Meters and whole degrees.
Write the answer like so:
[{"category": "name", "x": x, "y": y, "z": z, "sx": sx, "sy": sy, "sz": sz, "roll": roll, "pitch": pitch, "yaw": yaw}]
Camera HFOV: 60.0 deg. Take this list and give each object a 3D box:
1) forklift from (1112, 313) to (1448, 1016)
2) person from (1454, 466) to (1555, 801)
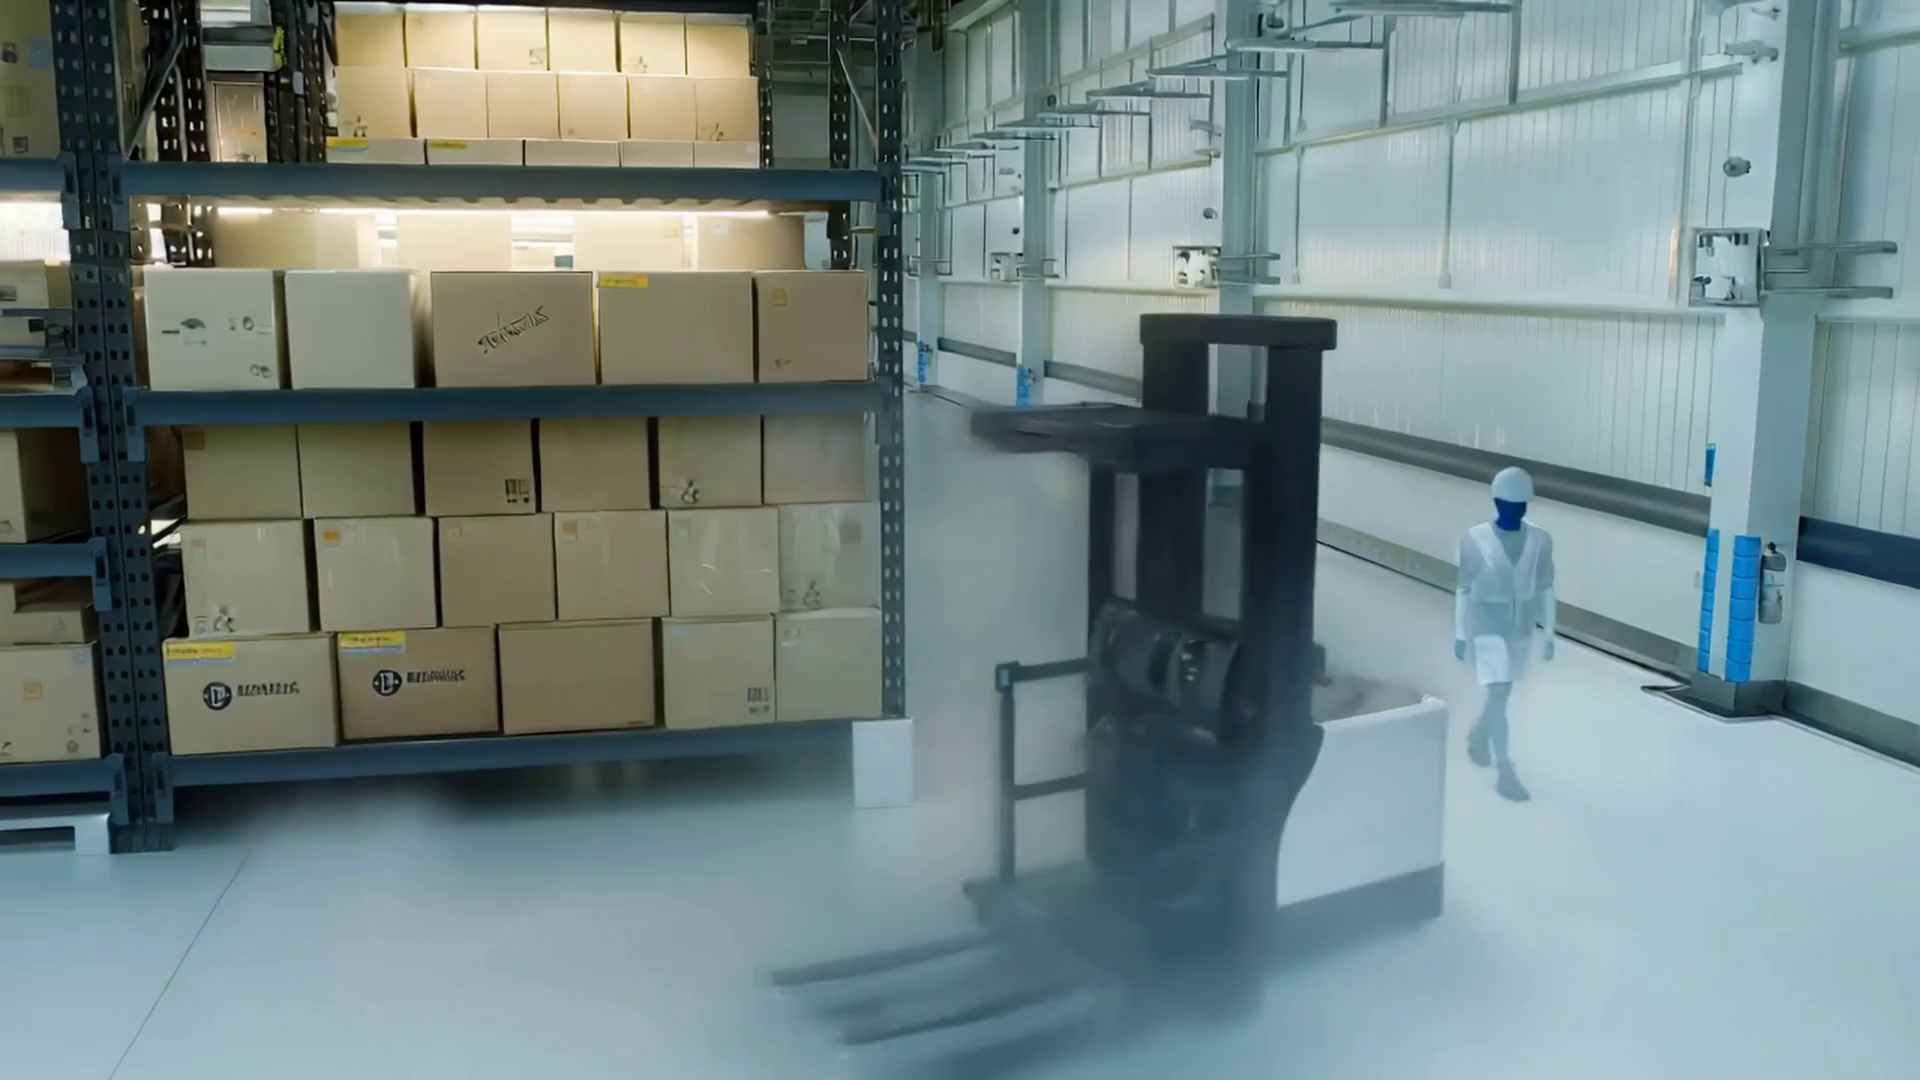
[{"category": "forklift", "x": 1.190, "y": 0.396, "z": 7.389, "sx": 1.873, "sy": 2.768, "sz": 1.129, "roll": -6, "pitch": 11, "yaw": -31}, {"category": "person", "x": 3.194, "y": 0.492, "z": 9.809, "sx": 0.557, "sy": 1.899, "sz": 0.971, "roll": -1, "pitch": 9, "yaw": -5}]
